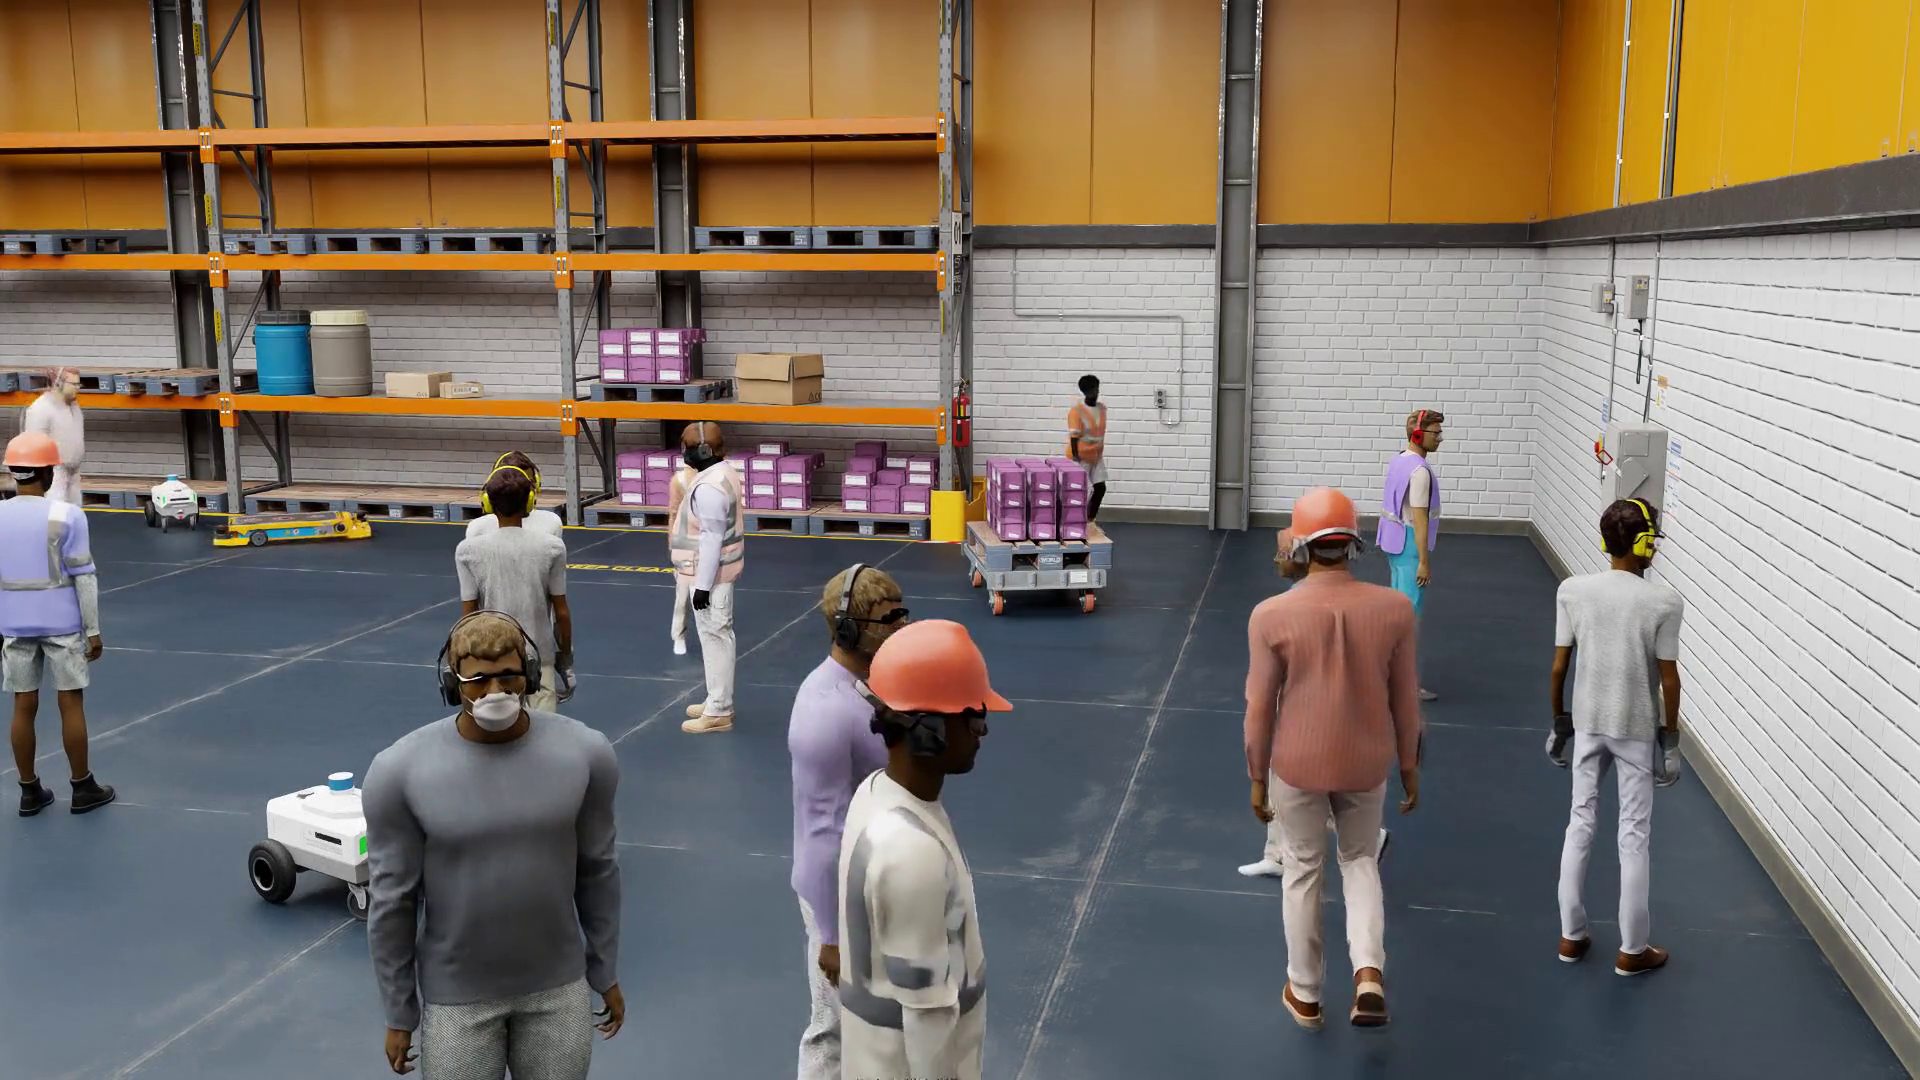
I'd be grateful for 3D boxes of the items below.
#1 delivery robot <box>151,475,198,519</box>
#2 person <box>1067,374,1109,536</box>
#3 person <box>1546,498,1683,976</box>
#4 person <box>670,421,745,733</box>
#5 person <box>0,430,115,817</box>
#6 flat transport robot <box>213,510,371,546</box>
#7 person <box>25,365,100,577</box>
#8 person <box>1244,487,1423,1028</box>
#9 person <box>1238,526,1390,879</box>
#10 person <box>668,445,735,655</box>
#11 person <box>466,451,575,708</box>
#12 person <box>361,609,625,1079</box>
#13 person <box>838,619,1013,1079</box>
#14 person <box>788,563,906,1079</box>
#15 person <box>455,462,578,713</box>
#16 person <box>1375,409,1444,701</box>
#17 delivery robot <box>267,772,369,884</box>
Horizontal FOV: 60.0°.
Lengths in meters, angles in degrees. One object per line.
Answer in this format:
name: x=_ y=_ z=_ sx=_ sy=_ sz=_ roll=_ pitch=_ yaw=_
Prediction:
delivery robot: x=-8.119 y=-0.433 z=17.184 sx=0.477 sy=0.478 sz=0.707 roll=-6 pitch=12 yaw=-33
person: x=1.229 y=-0.809 z=16.386 sx=0.549 sy=1.660 sz=0.455 roll=-8 pitch=12 yaw=-40
person: x=2.562 y=0.764 z=6.514 sx=0.520 sy=1.864 sz=0.333 roll=9 pitch=13 yaw=41
person: x=-1.492 y=0.213 z=9.842 sx=0.429 sy=1.842 sz=0.626 roll=0 pitch=10 yaw=-2
person: x=-4.588 y=0.417 z=8.338 sx=0.549 sy=1.936 sz=0.376 roll=-1 pitch=10 yaw=-5
flat transport robot: x=-6.625 y=-0.129 z=16.498 sx=1.431 sy=0.197 sz=0.652 roll=-4 pitch=10 yaw=-23
person: x=-7.896 y=-0.580 z=14.451 sx=0.603 sy=1.877 sz=0.657 roll=0 pitch=10 yaw=0
person: x=1.327 y=0.805 z=5.910 sx=0.643 sy=1.978 sz=0.573 roll=0 pitch=10 yaw=0
person: x=1.567 y=0.744 z=7.308 sx=0.577 sy=1.626 sz=0.520 roll=2 pitch=10 yaw=10
person: x=-1.758 y=0.051 z=11.532 sx=0.526 sy=1.580 sz=0.796 roll=-5 pitch=11 yaw=-27
person: x=-2.138 y=0.493 z=8.145 sx=0.558 sy=1.880 sz=0.376 roll=-8 pitch=12 yaw=-39
person: x=-1.140 y=1.122 z=4.164 sx=0.631 sy=1.939 sz=0.369 roll=-5 pitch=11 yaw=-28
person: x=-0.152 y=1.168 z=3.666 sx=0.797 sy=2.019 sz=0.624 roll=0 pitch=10 yaw=-1
person: x=-0.298 y=1.018 z=4.776 sx=0.355 sy=1.938 sz=0.636 roll=2 pitch=10 yaw=10
person: x=-2.012 y=0.575 z=7.594 sx=0.510 sy=1.877 sz=0.328 roll=-2 pitch=10 yaw=-14
person: x=2.845 y=0.089 z=10.562 sx=0.373 sy=1.840 sz=0.571 roll=0 pitch=10 yaw=0
delivery robot: x=-2.668 y=1.252 z=7.207 sx=0.707 sy=0.478 sz=0.477 roll=6 pitch=12 yaw=33
